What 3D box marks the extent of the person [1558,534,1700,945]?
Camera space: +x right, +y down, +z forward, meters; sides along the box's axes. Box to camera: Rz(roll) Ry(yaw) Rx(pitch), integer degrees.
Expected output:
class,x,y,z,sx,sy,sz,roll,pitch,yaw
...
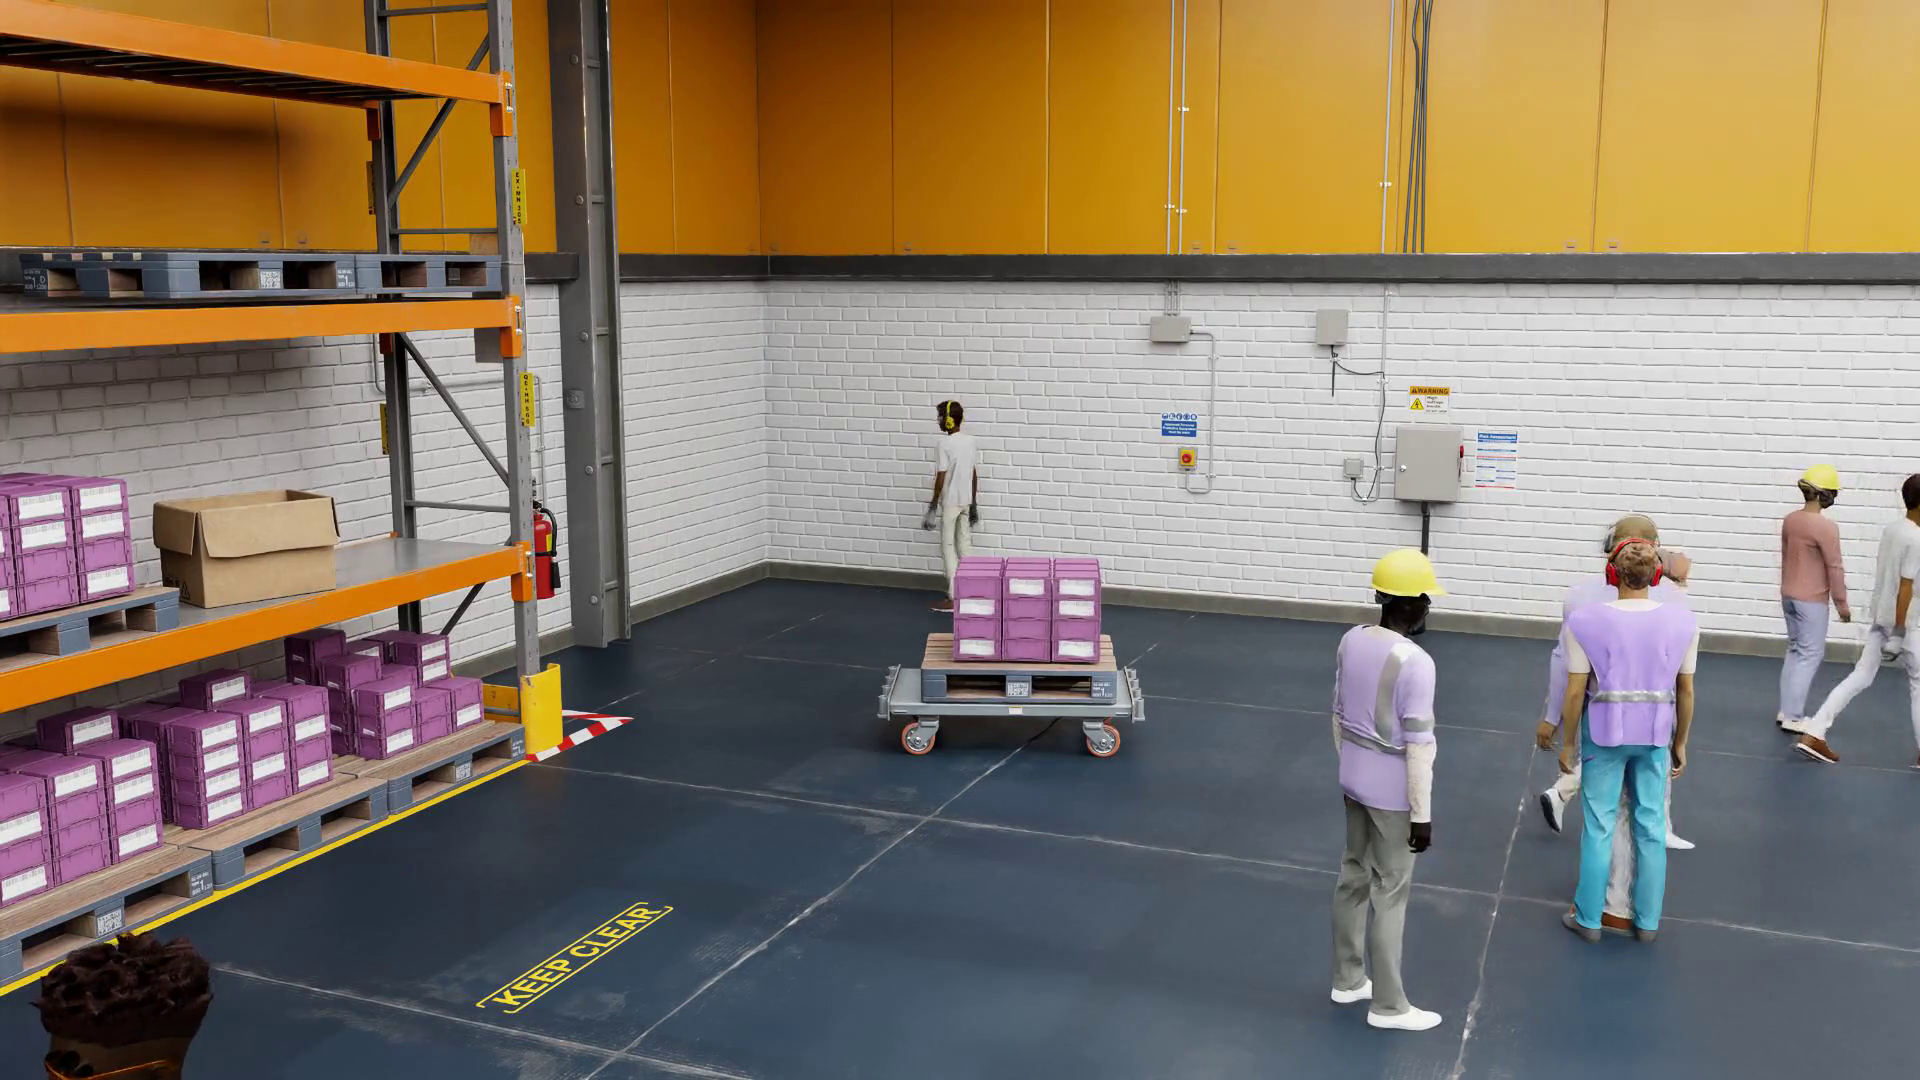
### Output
class,x,y,z,sx,sy,sz,roll,pitch,yaw
person,2.961,0.900,7.405,0.567,1.850,0.389,1,9,5

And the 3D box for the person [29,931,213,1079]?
class,x,y,z,sx,sy,sz,roll,pitch,yaw
person,-1.322,1.600,2.809,0.361,1.965,0.614,-5,11,-27

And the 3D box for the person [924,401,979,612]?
class,x,y,z,sx,sy,sz,roll,pitch,yaw
person,-0.048,-0.292,14.629,0.404,1.851,0.602,8,12,39

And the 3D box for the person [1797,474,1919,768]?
class,x,y,z,sx,sy,sz,roll,pitch,yaw
person,5.592,0.496,10.028,0.978,1.835,0.542,1,9,5

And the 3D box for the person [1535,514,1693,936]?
class,x,y,z,sx,sy,sz,roll,pitch,yaw
person,3.040,0.834,7.730,0.694,1.889,0.661,-4,10,-22

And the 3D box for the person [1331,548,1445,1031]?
class,x,y,z,sx,sy,sz,roll,pitch,yaw
person,1.714,0.984,6.661,0.388,1.927,0.589,-3,10,-19

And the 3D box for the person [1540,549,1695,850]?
class,x,y,z,sx,sy,sz,roll,pitch,yaw
person,3.446,0.820,8.631,0.730,1.608,0.534,2,10,11

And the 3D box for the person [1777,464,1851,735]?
class,x,y,z,sx,sy,sz,roll,pitch,yaw
person,5.507,0.385,10.792,0.361,1.761,0.541,-1,9,-4
